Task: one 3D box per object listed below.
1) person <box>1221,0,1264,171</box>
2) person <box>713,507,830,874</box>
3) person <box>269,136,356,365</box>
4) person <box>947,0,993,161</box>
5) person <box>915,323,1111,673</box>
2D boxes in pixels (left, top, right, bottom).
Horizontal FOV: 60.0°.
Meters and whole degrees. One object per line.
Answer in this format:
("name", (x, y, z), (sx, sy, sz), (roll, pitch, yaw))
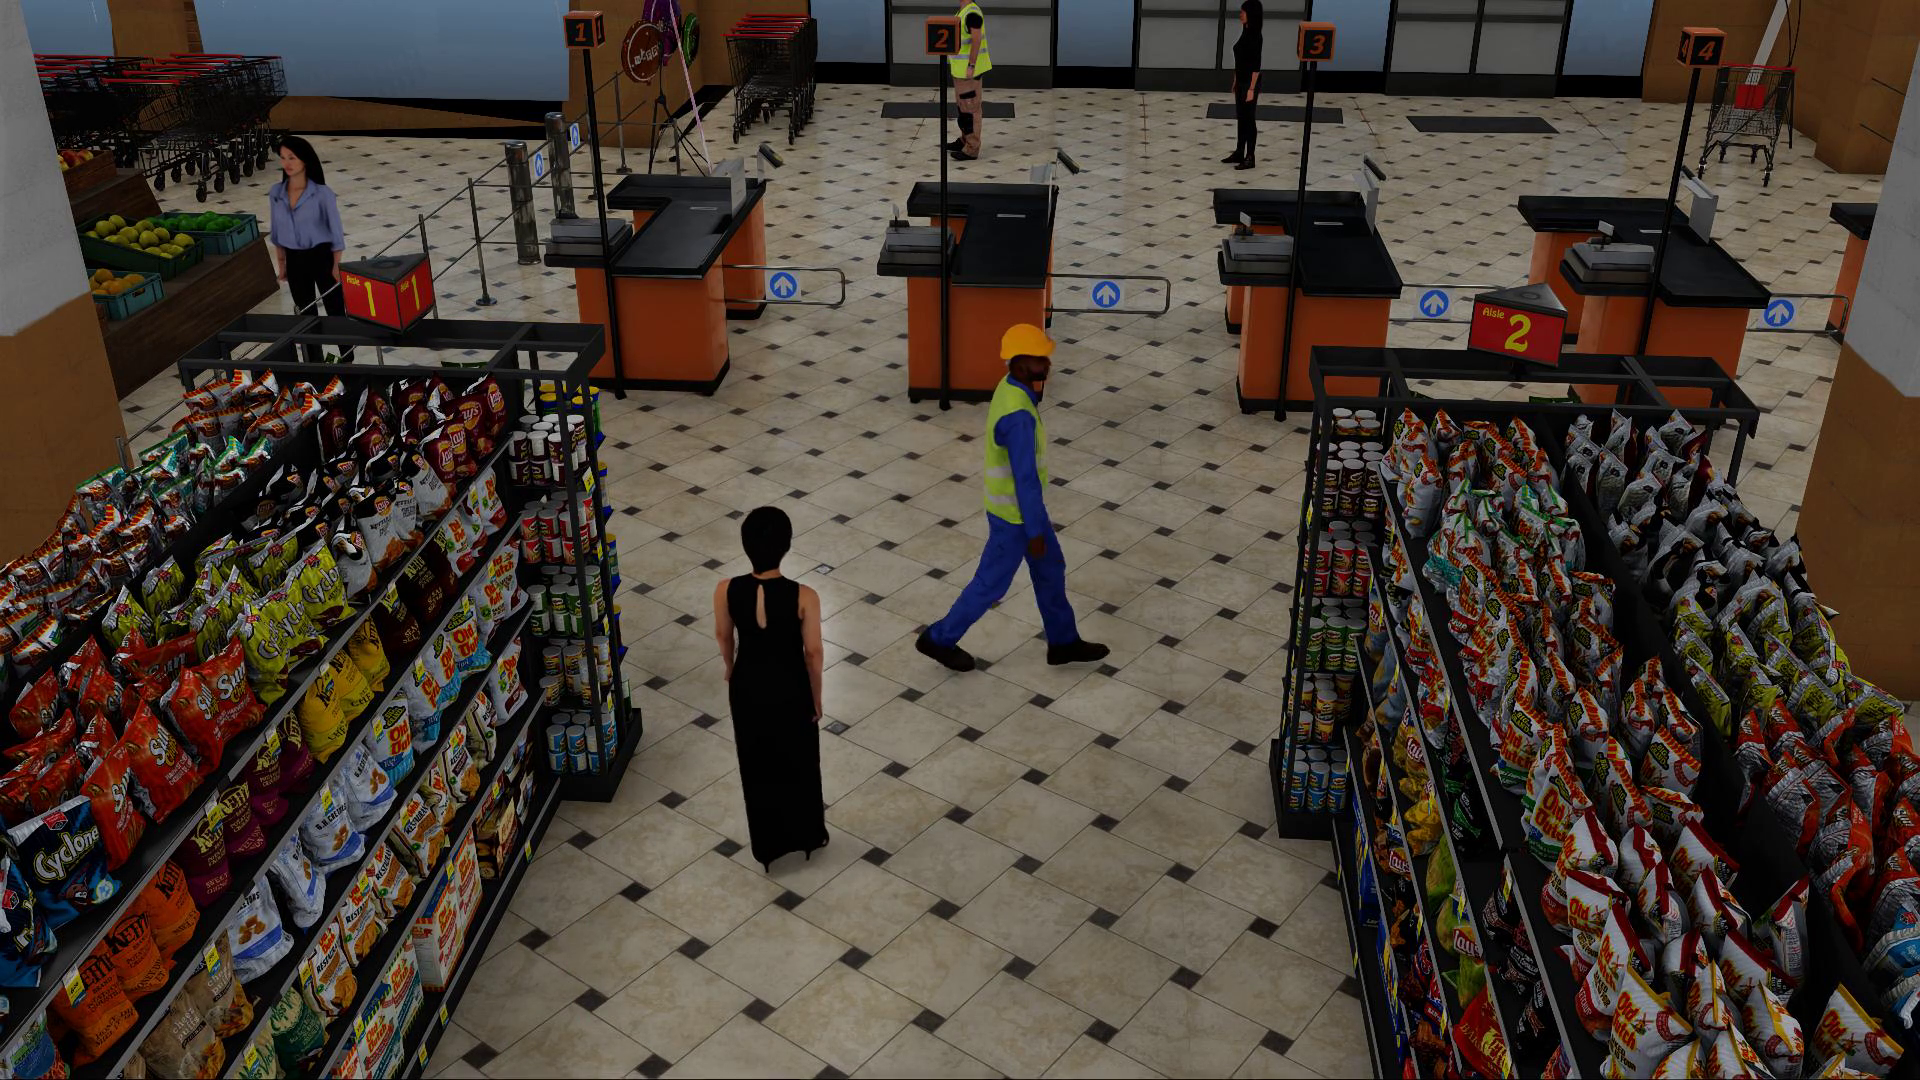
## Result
("person", (2.890, -4.573, 16.676), (0.694, 1.642, 0.557), (-8, 28, -15))
("person", (-0.759, 0.630, 6.467), (0.583, 1.596, 0.562), (2, 27, 4))
("person", (-4.335, -1.830, 11.164), (0.638, 1.736, 0.530), (3, 27, 5))
("person", (0.065, -4.839, 16.975), (0.832, 1.847, 0.740), (-4, 27, -9))
("person", (0.173, -0.151, 7.794), (0.773, 1.788, 1.120), (0, 27, 1))
